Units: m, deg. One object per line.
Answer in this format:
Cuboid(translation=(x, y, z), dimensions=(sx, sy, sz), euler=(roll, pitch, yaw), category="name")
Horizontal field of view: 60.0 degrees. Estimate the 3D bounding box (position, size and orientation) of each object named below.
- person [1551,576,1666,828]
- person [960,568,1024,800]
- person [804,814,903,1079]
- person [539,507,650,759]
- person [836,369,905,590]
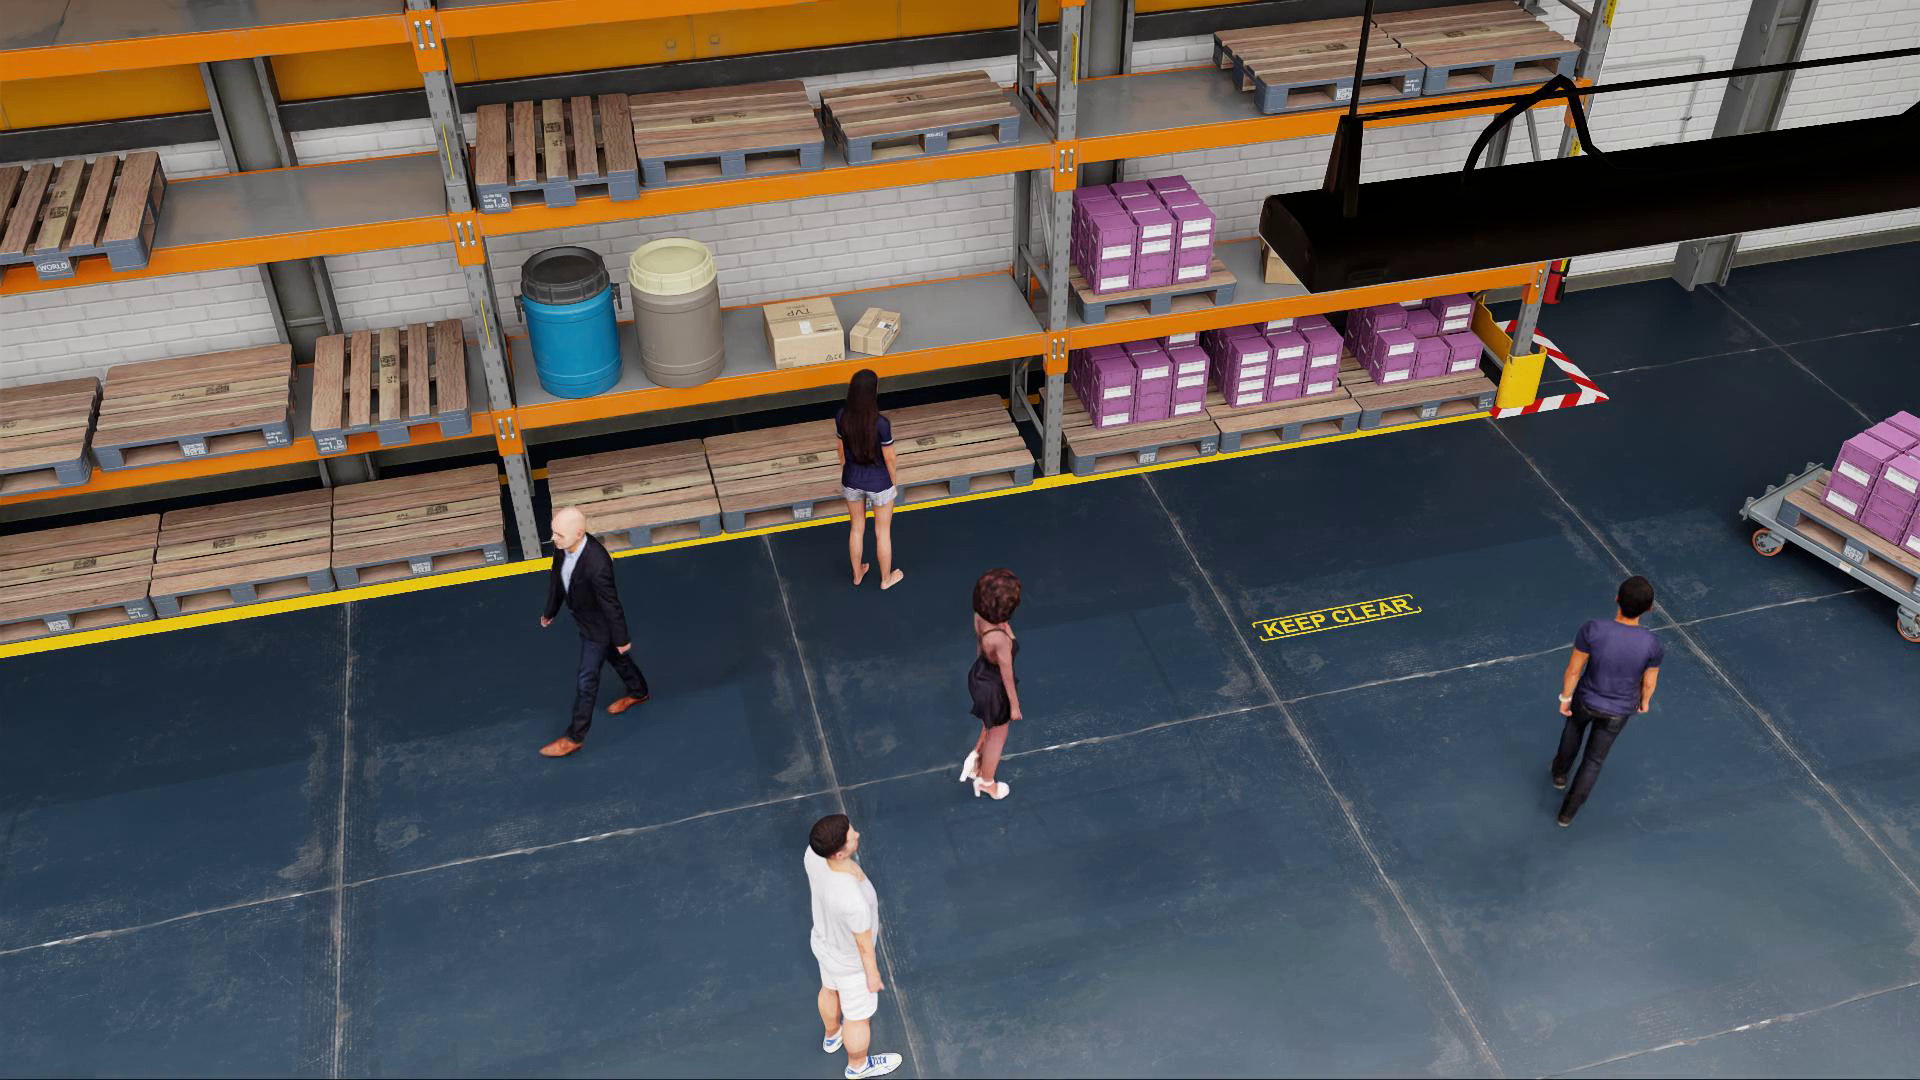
Cuboid(translation=(3.747, 1.004, 9.727), dimensions=(0.875, 1.774, 0.934), euler=(20, 43, 23), category="person")
Cuboid(translation=(0.120, 0.908, 9.847), dimensions=(0.627, 1.775, 0.583), euler=(-12, 40, -15), category="person")
Cuboid(translation=(-0.586, 2.039, 8.366), dimensions=(0.691, 1.856, 0.745), euler=(-22, 44, -25), category="person")
Cuboid(translation=(-2.208, 0.468, 10.407), dimensions=(1.196, 1.764, 0.965), euler=(-24, 44, -27), category="person")
Cuboid(translation=(-0.637, -0.397, 11.487), dimensions=(0.632, 1.767, 0.720), euler=(13, 40, 16), category="person")
